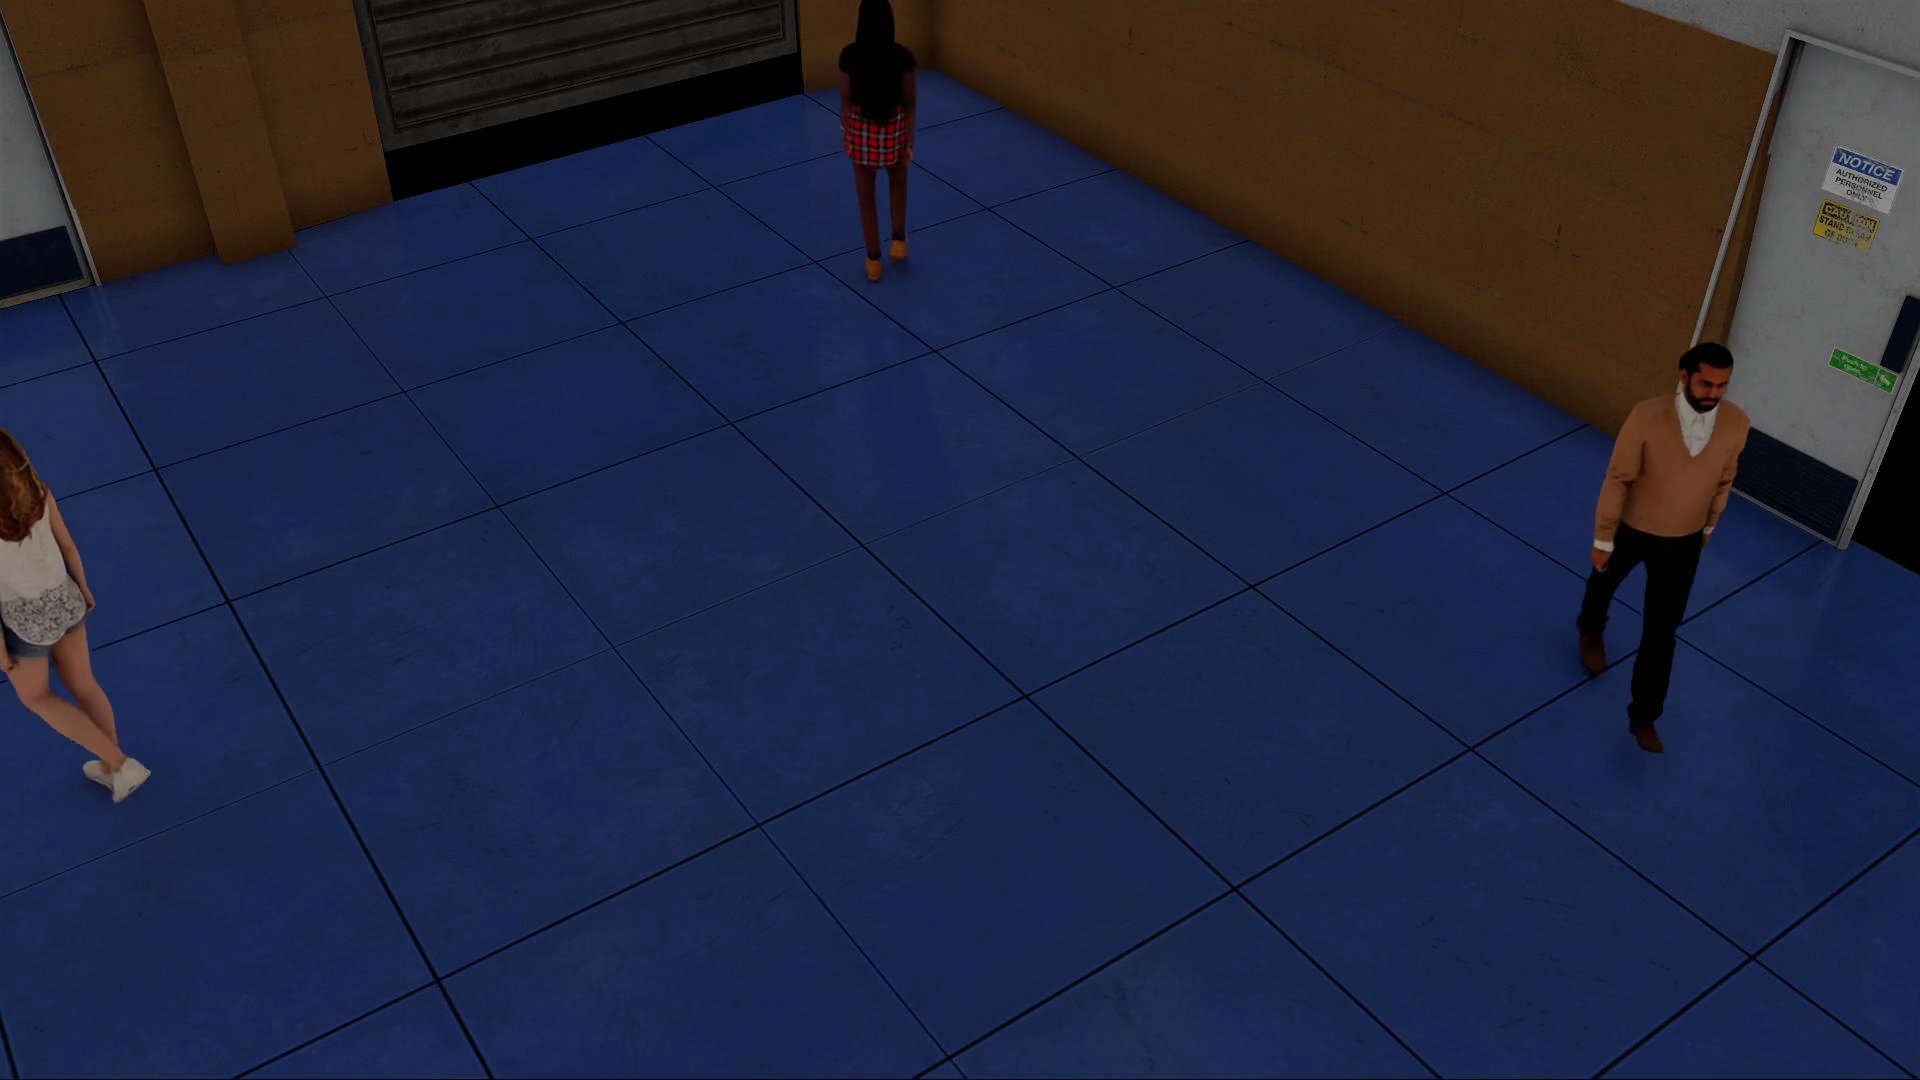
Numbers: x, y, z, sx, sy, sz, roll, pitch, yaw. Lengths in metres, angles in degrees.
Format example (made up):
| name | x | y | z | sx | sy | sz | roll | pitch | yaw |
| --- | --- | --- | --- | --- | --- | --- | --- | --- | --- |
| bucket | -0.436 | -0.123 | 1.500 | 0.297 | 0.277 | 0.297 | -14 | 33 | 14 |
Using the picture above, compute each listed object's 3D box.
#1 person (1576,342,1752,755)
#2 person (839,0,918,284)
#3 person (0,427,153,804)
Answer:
| name | x | y | z | sx | sy | sz | roll | pitch | yaw |
| --- | --- | --- | --- | --- | --- | --- | --- | --- | --- |
| person | 2.813 | -0.070 | 6.821 | 1.175 | 1.704 | 1.206 | 4 | 37 | 6 |
| person | -0.475 | -2.315 | 9.807 | 0.698 | 1.710 | 0.778 | -5 | 37 | -7 |
| person | -3.369 | 0.345 | 6.232 | 0.816 | 1.748 | 0.787 | 18 | 41 | 23 |
